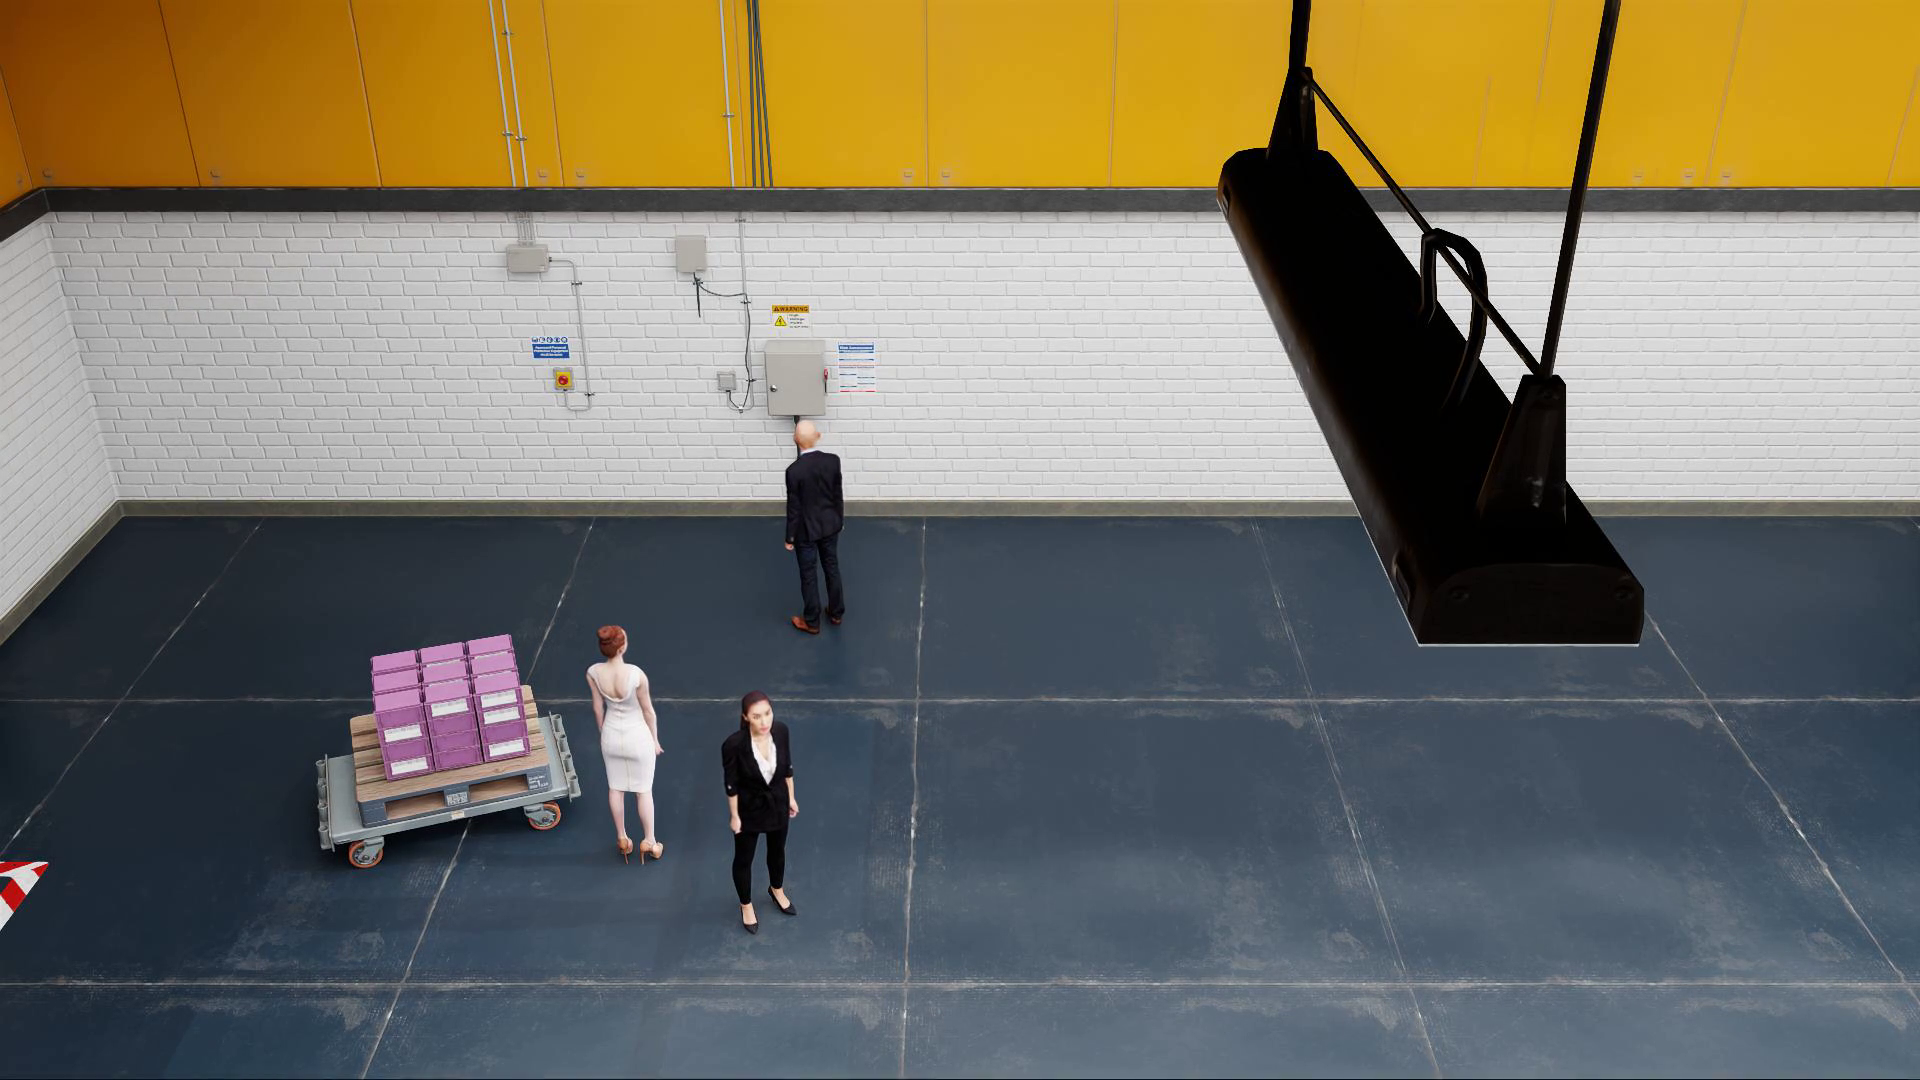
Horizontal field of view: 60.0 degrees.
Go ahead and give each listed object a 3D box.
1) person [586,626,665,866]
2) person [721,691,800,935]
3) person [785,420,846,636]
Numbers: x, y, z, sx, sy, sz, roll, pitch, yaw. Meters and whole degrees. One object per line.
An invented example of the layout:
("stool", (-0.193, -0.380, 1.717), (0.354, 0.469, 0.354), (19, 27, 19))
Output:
("person", (-2.113, 1.288, 10.505), (0.607, 1.793, 0.545), (6, 29, 11))
("person", (-1.206, 1.612, 10.048), (0.691, 1.661, 0.720), (-18, 33, -29))
("person", (-1.138, -0.101, 13.047), (0.767, 1.797, 0.783), (-19, 34, -31))
